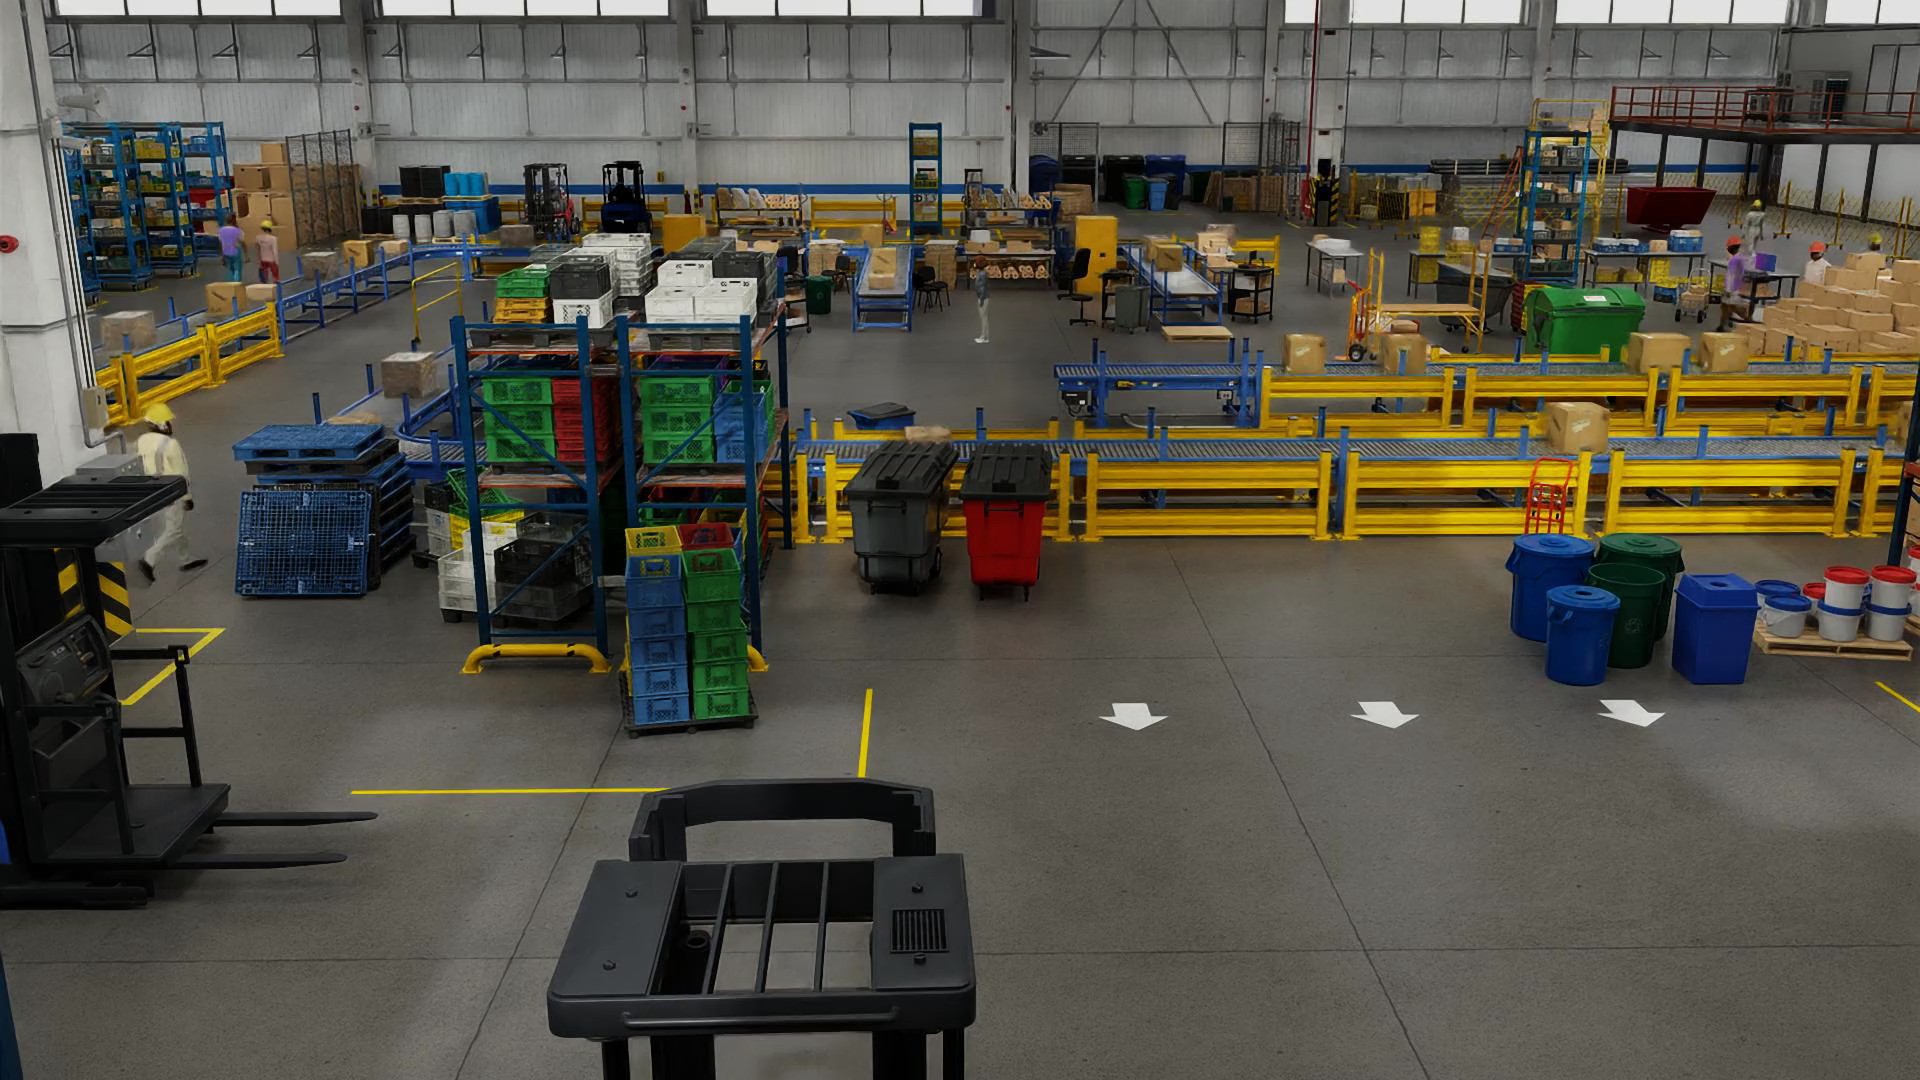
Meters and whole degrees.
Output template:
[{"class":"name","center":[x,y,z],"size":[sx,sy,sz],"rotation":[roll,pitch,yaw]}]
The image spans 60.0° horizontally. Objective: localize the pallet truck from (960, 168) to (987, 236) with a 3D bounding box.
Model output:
[{"class":"pallet truck","center":[0.383,-10.230,50.206],"size":[0.823,1.965,1.885],"rotation":[-1,16,-3]}]

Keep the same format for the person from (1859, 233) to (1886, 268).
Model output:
[{"class":"person","center":[18.135,-5.235,33.213],"size":[0.593,1.803,0.879],"rotation":[-4,17,-15]}]

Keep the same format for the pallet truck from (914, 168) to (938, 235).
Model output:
[{"class":"pallet truck","center":[-0.989,-10.316,50.507],"size":[0.823,1.965,1.885],"rotation":[1,16,3]}]

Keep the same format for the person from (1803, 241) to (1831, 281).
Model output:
[{"class":"person","center":[15.299,-4.355,29.830],"size":[0.426,1.982,0.626],"rotation":[-3,16,-10]}]

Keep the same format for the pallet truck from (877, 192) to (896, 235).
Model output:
[{"class":"pallet truck","center":[-2.277,-9.986,50.594],"size":[0.653,1.274,1.630],"rotation":[0,16,-1]}]

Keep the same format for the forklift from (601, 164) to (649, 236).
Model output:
[{"class":"forklift","center":[-9.948,-10.127,49.296],"size":[1.157,1.987,2.680],"rotation":[-1,16,-3]}]

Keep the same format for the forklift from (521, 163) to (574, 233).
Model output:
[{"class":"forklift","center":[-12.233,-10.122,49.298],"size":[1.157,1.987,2.680],"rotation":[0,16,-1]}]

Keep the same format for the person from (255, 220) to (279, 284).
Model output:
[{"class":"person","center":[-15.089,-6.078,36.219],"size":[0.531,1.745,0.644],"rotation":[2,16,6]}]

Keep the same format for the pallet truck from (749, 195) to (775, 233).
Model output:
[{"class":"pallet truck","center":[-6.051,-9.967,50.660],"size":[0.680,1.201,1.601],"rotation":[0,16,-1]}]

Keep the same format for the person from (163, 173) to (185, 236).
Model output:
[{"class":"person","center":[-22.809,-9.686,48.320],"size":[0.608,1.995,0.377],"rotation":[1,16,5]}]

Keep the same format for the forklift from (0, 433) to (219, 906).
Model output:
[{"class":"forklift","center":[-5.952,0.780,10.366],"size":[1.873,2.768,1.129],"rotation":[0,16,-1]}]

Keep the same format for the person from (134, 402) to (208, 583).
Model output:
[{"class":"person","center":[-7.989,-0.478,16.652],"size":[0.601,1.811,0.772],"rotation":[10,19,32]}]

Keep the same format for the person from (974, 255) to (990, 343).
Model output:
[{"class":"person","center":[0.402,-4.467,30.842],"size":[0.283,1.624,0.494],"rotation":[-2,16,-7]}]

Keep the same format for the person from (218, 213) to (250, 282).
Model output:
[{"class":"person","center":[-16.082,-6.308,36.883],"size":[0.580,1.829,0.540],"rotation":[3,16,9]}]

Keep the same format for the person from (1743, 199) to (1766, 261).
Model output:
[{"class":"person","center":[20.120,-7.754,42.104],"size":[0.493,1.711,0.810],"rotation":[0,16,-2]}]

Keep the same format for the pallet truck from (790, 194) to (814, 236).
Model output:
[{"class":"pallet truck","center":[-4.814,-9.883,50.259],"size":[0.704,1.261,1.522],"rotation":[-1,16,-3]}]

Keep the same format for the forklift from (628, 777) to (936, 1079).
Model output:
[{"class":"forklift","center":[-0.542,2.165,5.552],"size":[1.129,2.768,1.873],"rotation":[-1,16,-2]}]

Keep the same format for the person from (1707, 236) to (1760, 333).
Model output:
[{"class":"person","center":[14.725,-4.771,31.428],"size":[0.835,1.896,0.587],"rotation":[11,19,33]}]
